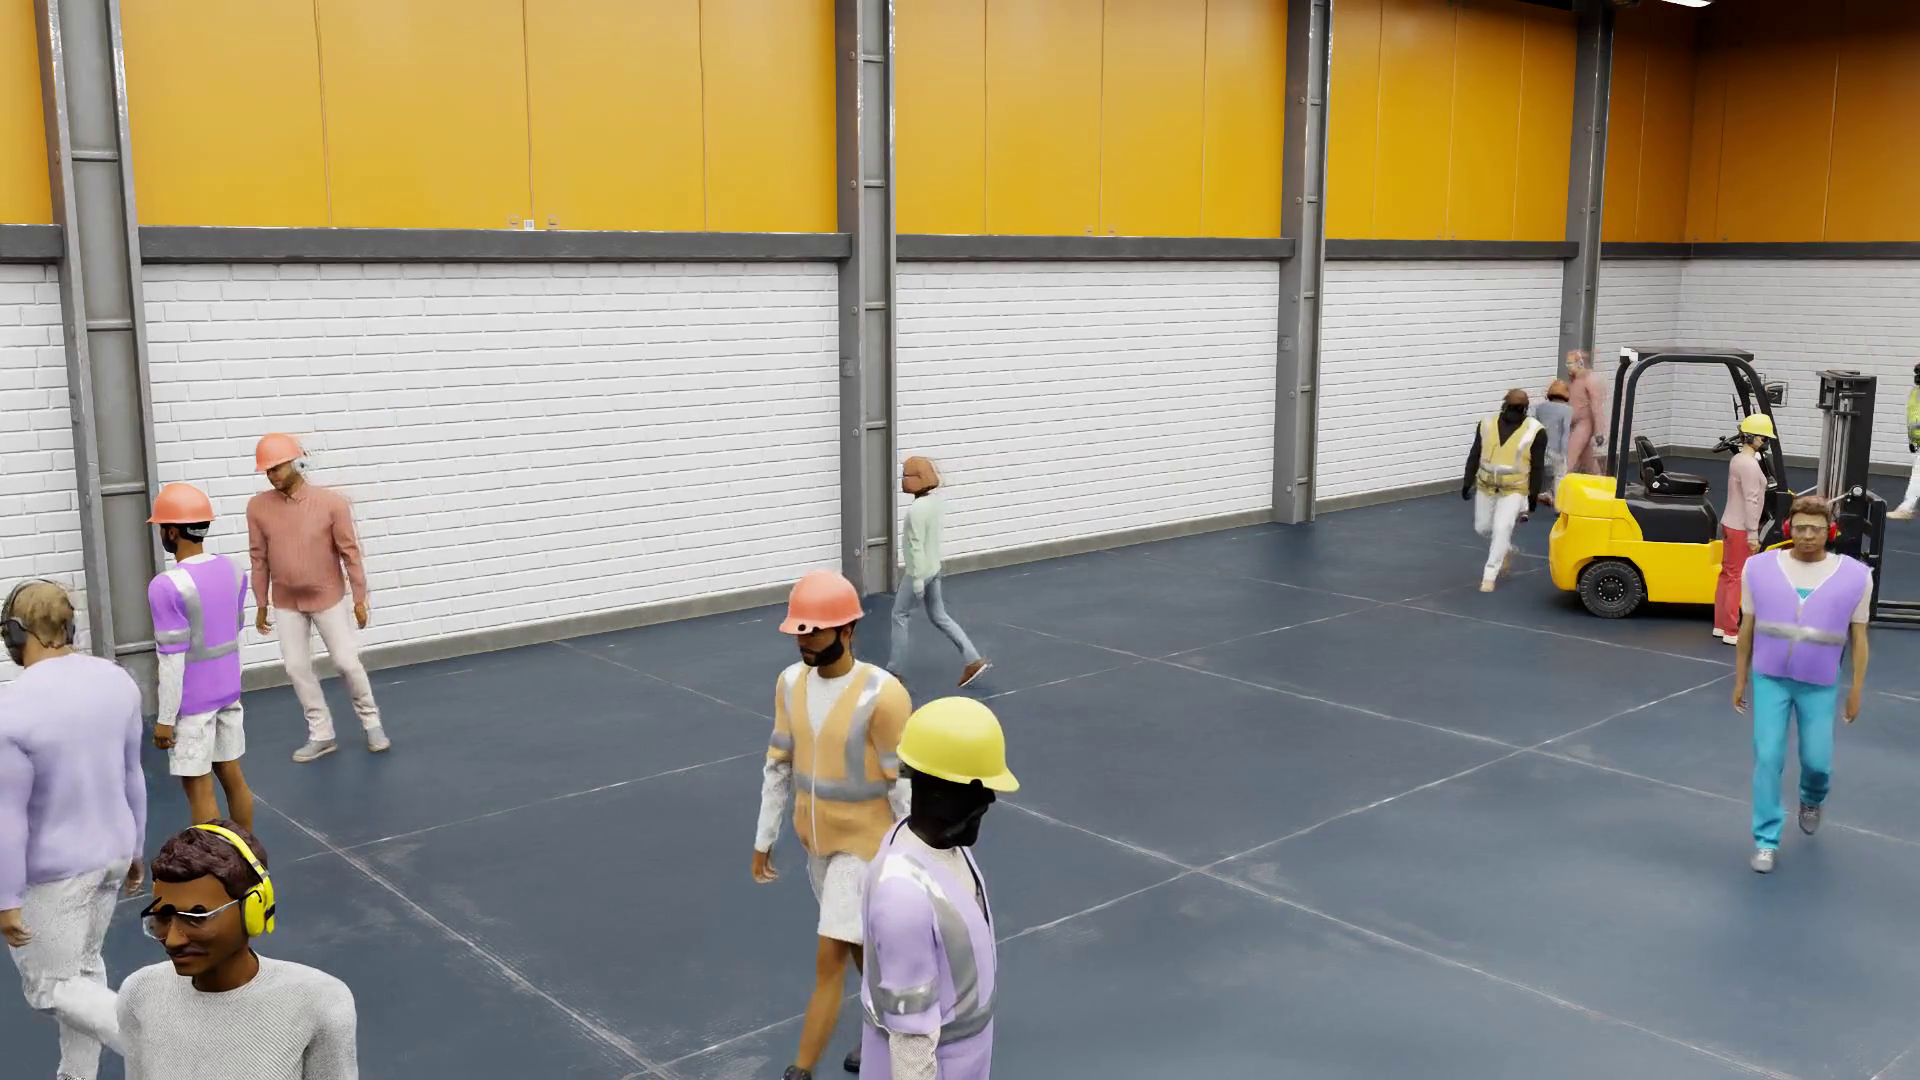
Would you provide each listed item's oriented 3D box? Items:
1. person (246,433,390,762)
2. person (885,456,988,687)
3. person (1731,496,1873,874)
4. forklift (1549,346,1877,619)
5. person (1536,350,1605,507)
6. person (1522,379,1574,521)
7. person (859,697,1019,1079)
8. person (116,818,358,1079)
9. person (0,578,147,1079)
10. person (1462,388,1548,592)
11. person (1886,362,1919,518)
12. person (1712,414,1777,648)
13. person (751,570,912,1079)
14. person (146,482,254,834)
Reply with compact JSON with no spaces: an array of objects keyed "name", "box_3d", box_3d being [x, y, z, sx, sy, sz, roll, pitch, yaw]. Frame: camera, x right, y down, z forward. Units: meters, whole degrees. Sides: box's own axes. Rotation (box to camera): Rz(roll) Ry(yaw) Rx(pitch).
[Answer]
[{"name":"person","box_3d":[-3.778,0.334,9.668,0.656,1.953,0.574,0,10,1]},{"name":"person","box_3d":[-0.216,0.220,11.312,0.808,1.601,0.504,3,10,17]},{"name":"person","box_3d":[4.066,0.670,8.068,0.570,1.829,0.647,6,11,30]},{"name":"forklift","box_3d":[6.109,-0.478,13.691,2.313,2.155,1.214,3,10,16]},{"name":"person","box_3d":[7.232,-1.307,19.579,1.050,1.843,0.645,-1,10,-4]},{"name":"person","box_3d":[6.546,-0.994,18.498,0.881,1.587,0.511,-8,12,-39]},{"name":"person","box_3d":[-0.049,1.312,4.011,0.374,1.920,0.585,1,10,5]},{"name":"person","box_3d":[-1.430,1.457,3.312,0.524,1.871,0.325,1,10,3]},{"name":"person","box_3d":[-2.833,1.073,5.463,0.732,1.904,0.638,2,10,13]},{"name":"person","box_3d":[4.841,-0.460,14.738,0.700,1.805,0.726,8,12,38]},{"name":"person","box_3d":[10.959,-1.127,18.702,0.982,1.795,0.633,-1,10,-4]},{"name":"person","box_3d":[5.954,-0.078,12.614,0.329,1.763,0.523,2,10,12]},{"name":"person","box_3d":[-0.474,1.036,5.724,0.579,1.880,0.980,8,12,38]},{"name":"person","box_3d":[-3.449,0.704,7.521,0.359,1.938,0.545,2,10,12]}]
